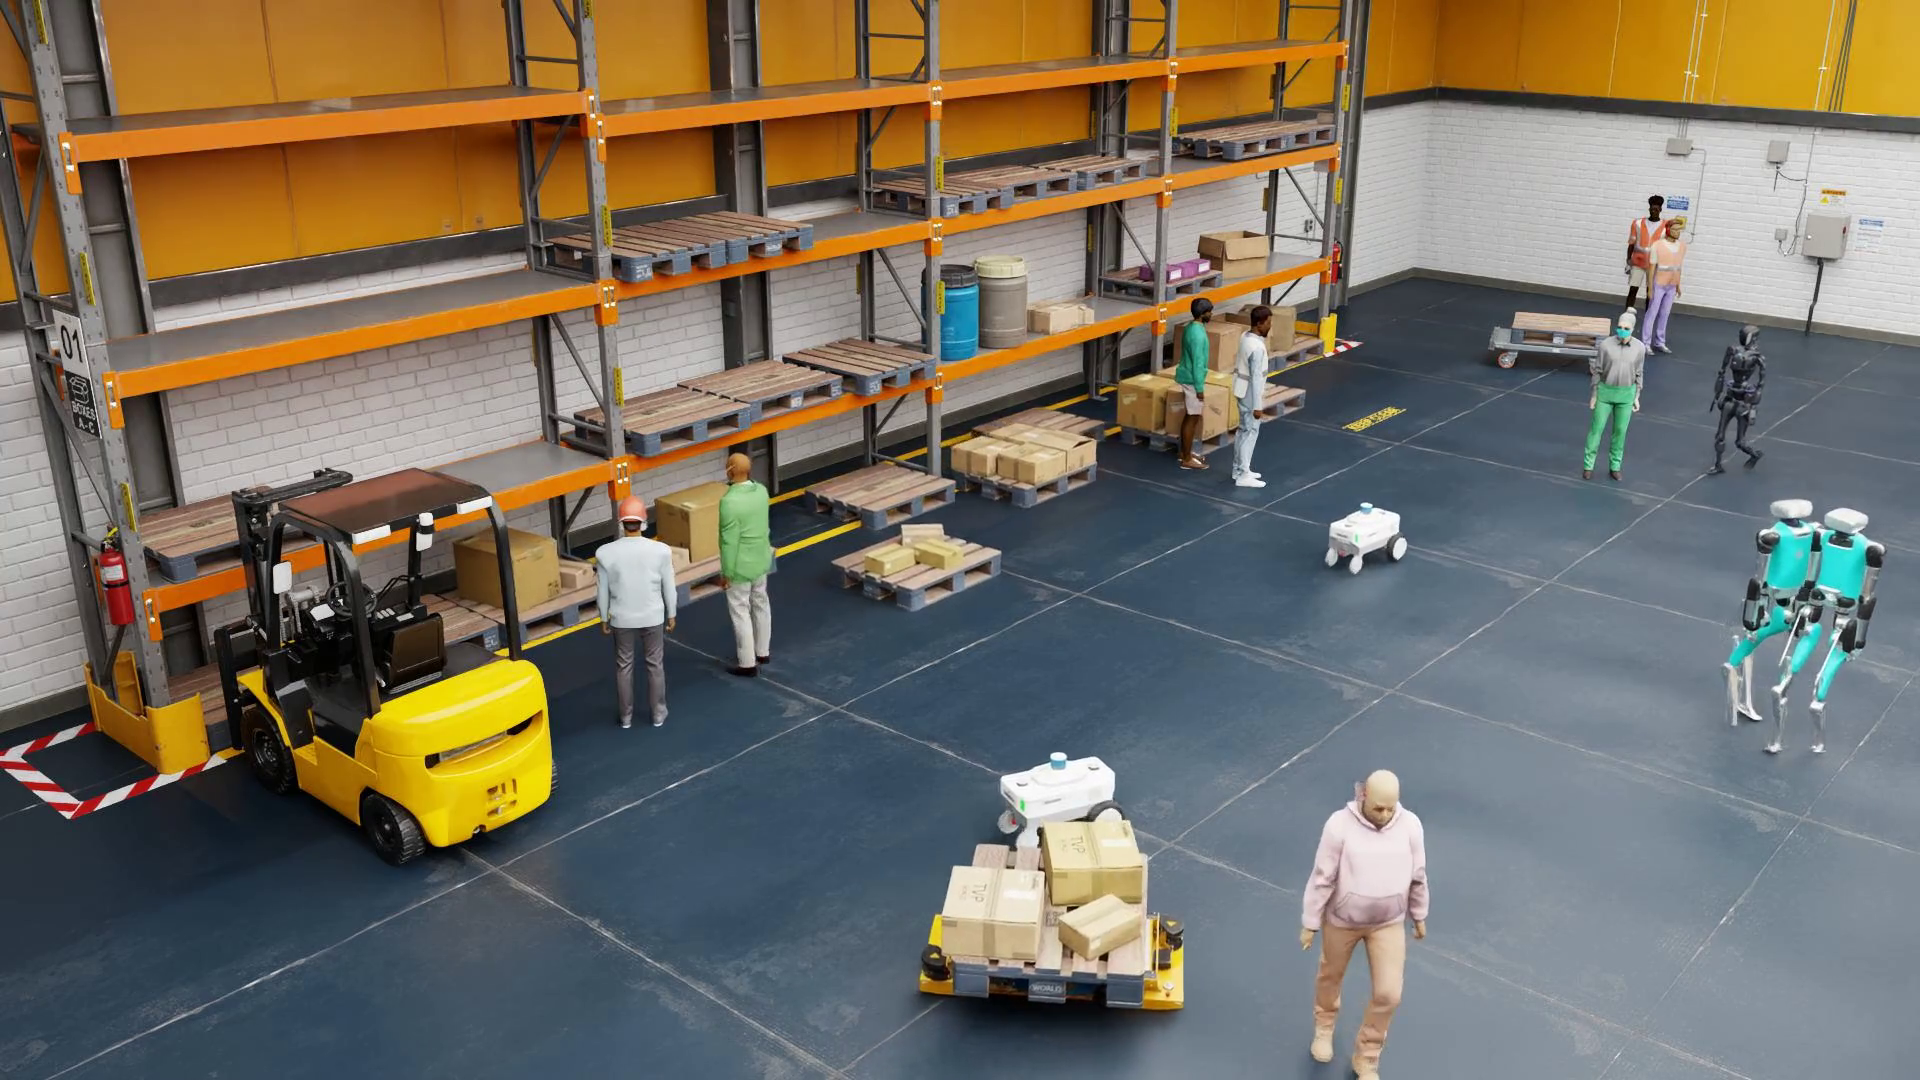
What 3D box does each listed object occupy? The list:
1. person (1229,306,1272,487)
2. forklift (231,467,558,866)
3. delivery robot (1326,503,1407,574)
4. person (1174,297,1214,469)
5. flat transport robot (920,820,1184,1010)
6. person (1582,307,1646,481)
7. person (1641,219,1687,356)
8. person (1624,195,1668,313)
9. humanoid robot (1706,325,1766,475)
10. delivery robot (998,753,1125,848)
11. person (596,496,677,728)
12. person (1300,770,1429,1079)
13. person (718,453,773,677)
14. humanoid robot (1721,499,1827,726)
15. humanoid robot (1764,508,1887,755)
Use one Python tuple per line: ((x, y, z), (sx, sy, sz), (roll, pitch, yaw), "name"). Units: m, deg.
((3.005, -1.488, 17.222), (0.400, 1.909, 0.598), (-2, 20, -4), "person")
((-3.730, 0.710, 10.856), (2.313, 2.155, 1.214), (17, 26, 38), "forklift")
((3.708, -0.048, 15.250), (0.774, 0.581, 0.499), (-17, 26, -39), "delivery robot")
((2.498, -1.689, 17.863), (0.394, 1.842, 0.501), (0, 20, 0), "person")
((0.528, 2.311, 9.288), (1.431, 0.231, 0.659), (2, 20, 7), "flat transport robot")
((6.871, -1.533, 17.422), (0.512, 1.851, 0.346), (4, 21, 10), "person")
((9.555, -3.443, 22.597), (0.564, 1.849, 0.390), (-8, 22, -21), "person")
((9.848, -3.962, 23.837), (0.600, 1.966, 0.369), (9, 22, 23), "person")
((8.276, -1.495, 17.577), (0.557, 1.632, 0.583), (-10, 23, -26), "humanoid robot")
((0.644, 1.656, 10.673), (0.814, 0.610, 0.499), (-9, 22, -23), "delivery robot")
((-2.325, 0.523, 12.011), (0.572, 1.739, 0.351), (-4, 21, -10), "person")
((2.006, 1.911, 8.235), (0.642, 1.743, 0.718), (1, 20, 3), "person")
((-1.666, 0.189, 12.862), (0.393, 1.786, 0.544), (12, 24, 30), "person")
((5.782, 0.514, 12.080), (0.545, 1.832, 0.693), (-6, 21, -16), "humanoid robot")
((5.911, 0.705, 11.573), (0.808, 1.805, 0.547), (-14, 24, -33), "humanoid robot")
